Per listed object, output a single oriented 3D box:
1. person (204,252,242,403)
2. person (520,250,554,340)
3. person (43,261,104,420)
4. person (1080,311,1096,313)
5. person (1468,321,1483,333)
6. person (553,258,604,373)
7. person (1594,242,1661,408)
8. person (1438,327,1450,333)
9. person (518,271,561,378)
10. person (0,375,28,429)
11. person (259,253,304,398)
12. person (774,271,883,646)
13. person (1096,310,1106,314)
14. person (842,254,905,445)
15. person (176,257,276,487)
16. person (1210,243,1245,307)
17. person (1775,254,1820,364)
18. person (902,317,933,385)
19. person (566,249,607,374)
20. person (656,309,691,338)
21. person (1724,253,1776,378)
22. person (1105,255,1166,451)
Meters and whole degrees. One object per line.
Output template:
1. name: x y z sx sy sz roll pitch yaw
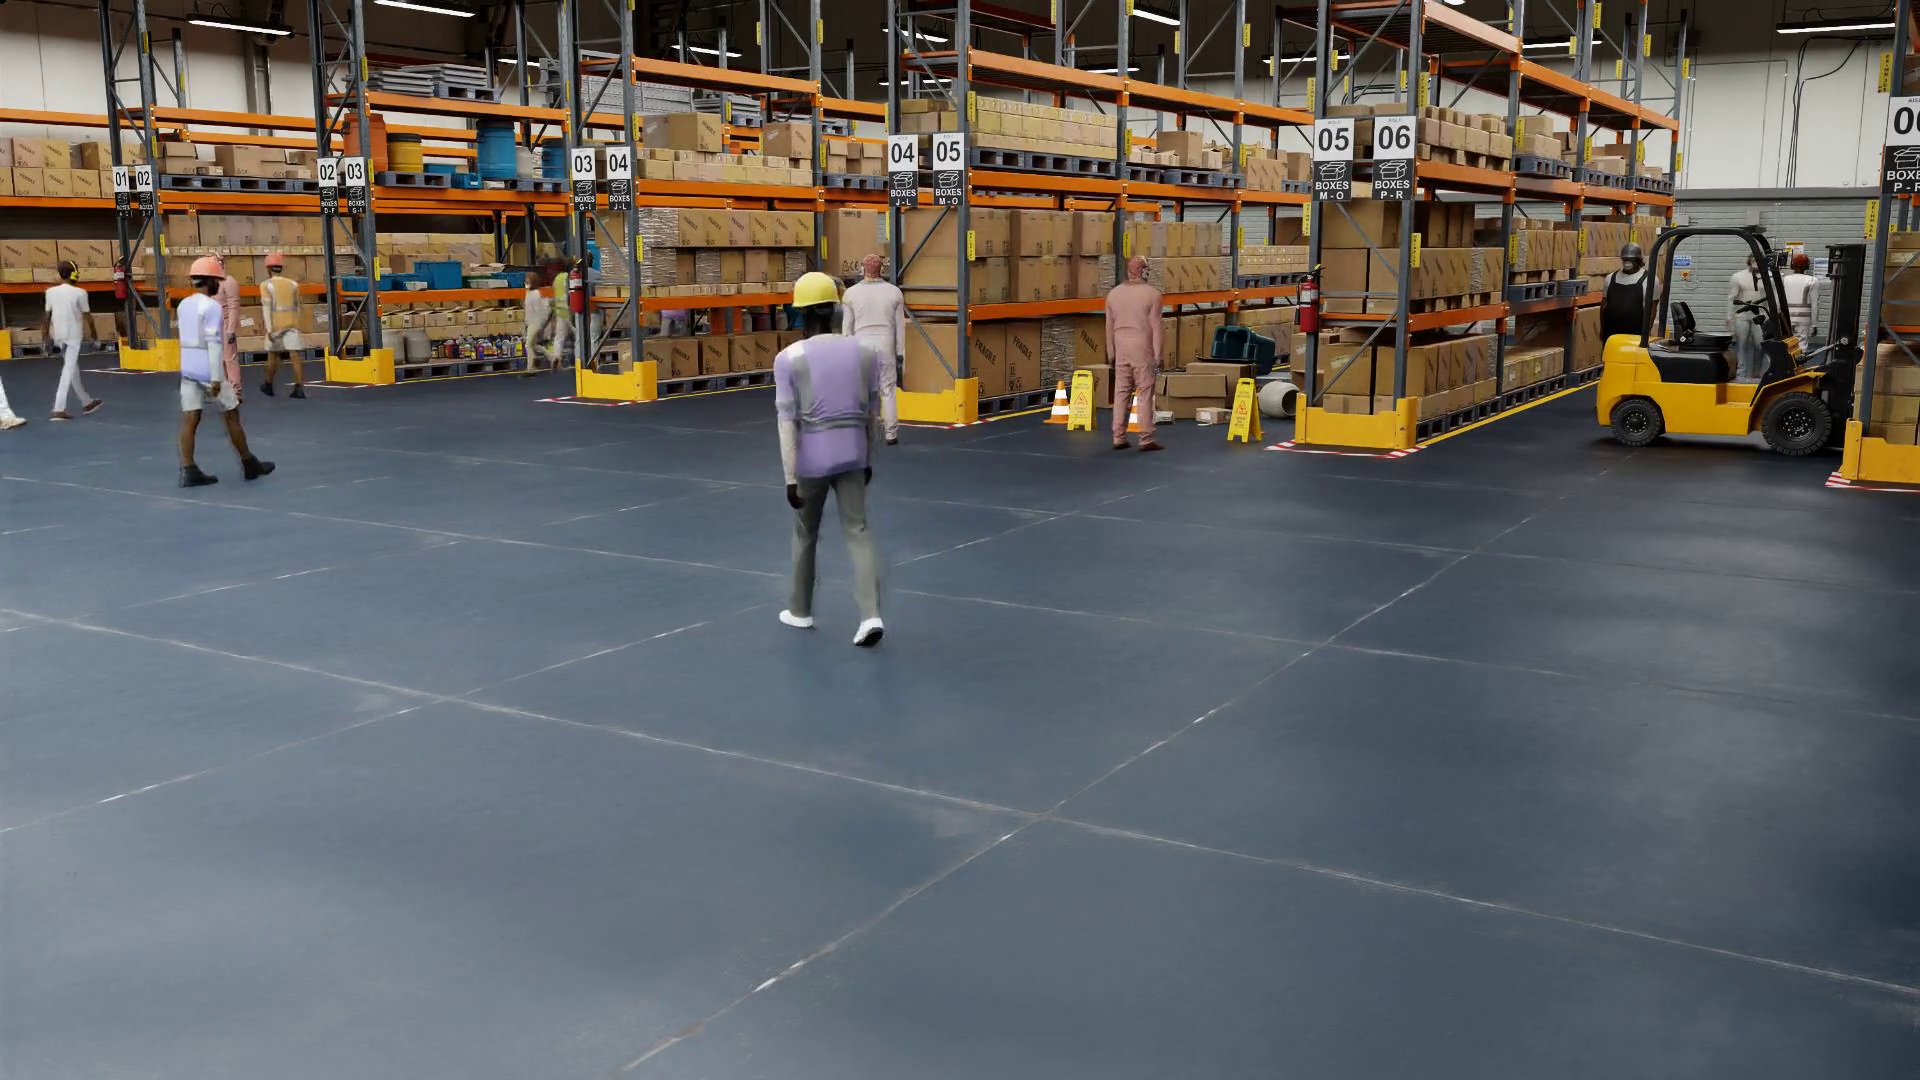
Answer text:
1. person: -9.329 -2.655 20.940 0.642 1.909 0.409 7 12 33
2. person: -8.089 -4.603 31.894 0.687 1.899 0.395 -1 10 -8
3. person: -10.285 -2.322 19.321 0.501 1.812 0.997 2 10 11
4. person: 2.184 -3.865 27.469 0.377 1.995 0.608 -9 13 -41
5. person: 10.515 -5.030 34.097 0.529 1.966 0.689 6 12 31
6. person: -6.082 -3.537 26.191 0.650 1.789 0.944 7 12 36
7. person: 8.113 -2.605 20.279 0.684 2.000 0.538 8 13 38
8. person: 10.061 -5.150 34.907 1.006 1.908 0.595 -7 12 -35
9. person: -6.351 -3.235 25.001 0.593 1.606 0.535 -4 11 -23
10. person: -10.740 -2.084 18.135 1.009 1.779 0.624 3 11 16
11. person: -8.943 -2.812 21.873 1.006 1.883 0.549 10 14 43
12. person: -0.651 -0.414 8.446 0.601 1.889 0.956 -5 11 -26
13. person: 2.343 -3.651 27.163 0.577 1.680 0.536 -3 11 -16
14. person: -0.868 -1.893 16.665 0.639 1.910 0.407 -2 10 -10
15. person: -6.268 -1.422 14.055 0.540 1.895 0.907 5 11 27
16. person: 5.095 -4.658 31.834 0.616 2.010 0.752 9 14 41
17. person: 11.372 -2.943 22.624 0.595 1.880 0.381 10 14 43
18. person: -0.680 -3.133 23.960 0.637 1.787 0.974 9 13 40
19. person: -5.519 -3.338 24.672 0.636 1.939 0.362 3 11 18
20. person: -4.322 -3.432 25.046 0.620 2.005 1.018 3 11 16
21. person: 11.208 -3.139 23.574 0.648 1.933 0.432 6 12 30
22. person: 1.740 -1.823 16.278 0.651 1.906 0.403 8 13 39
